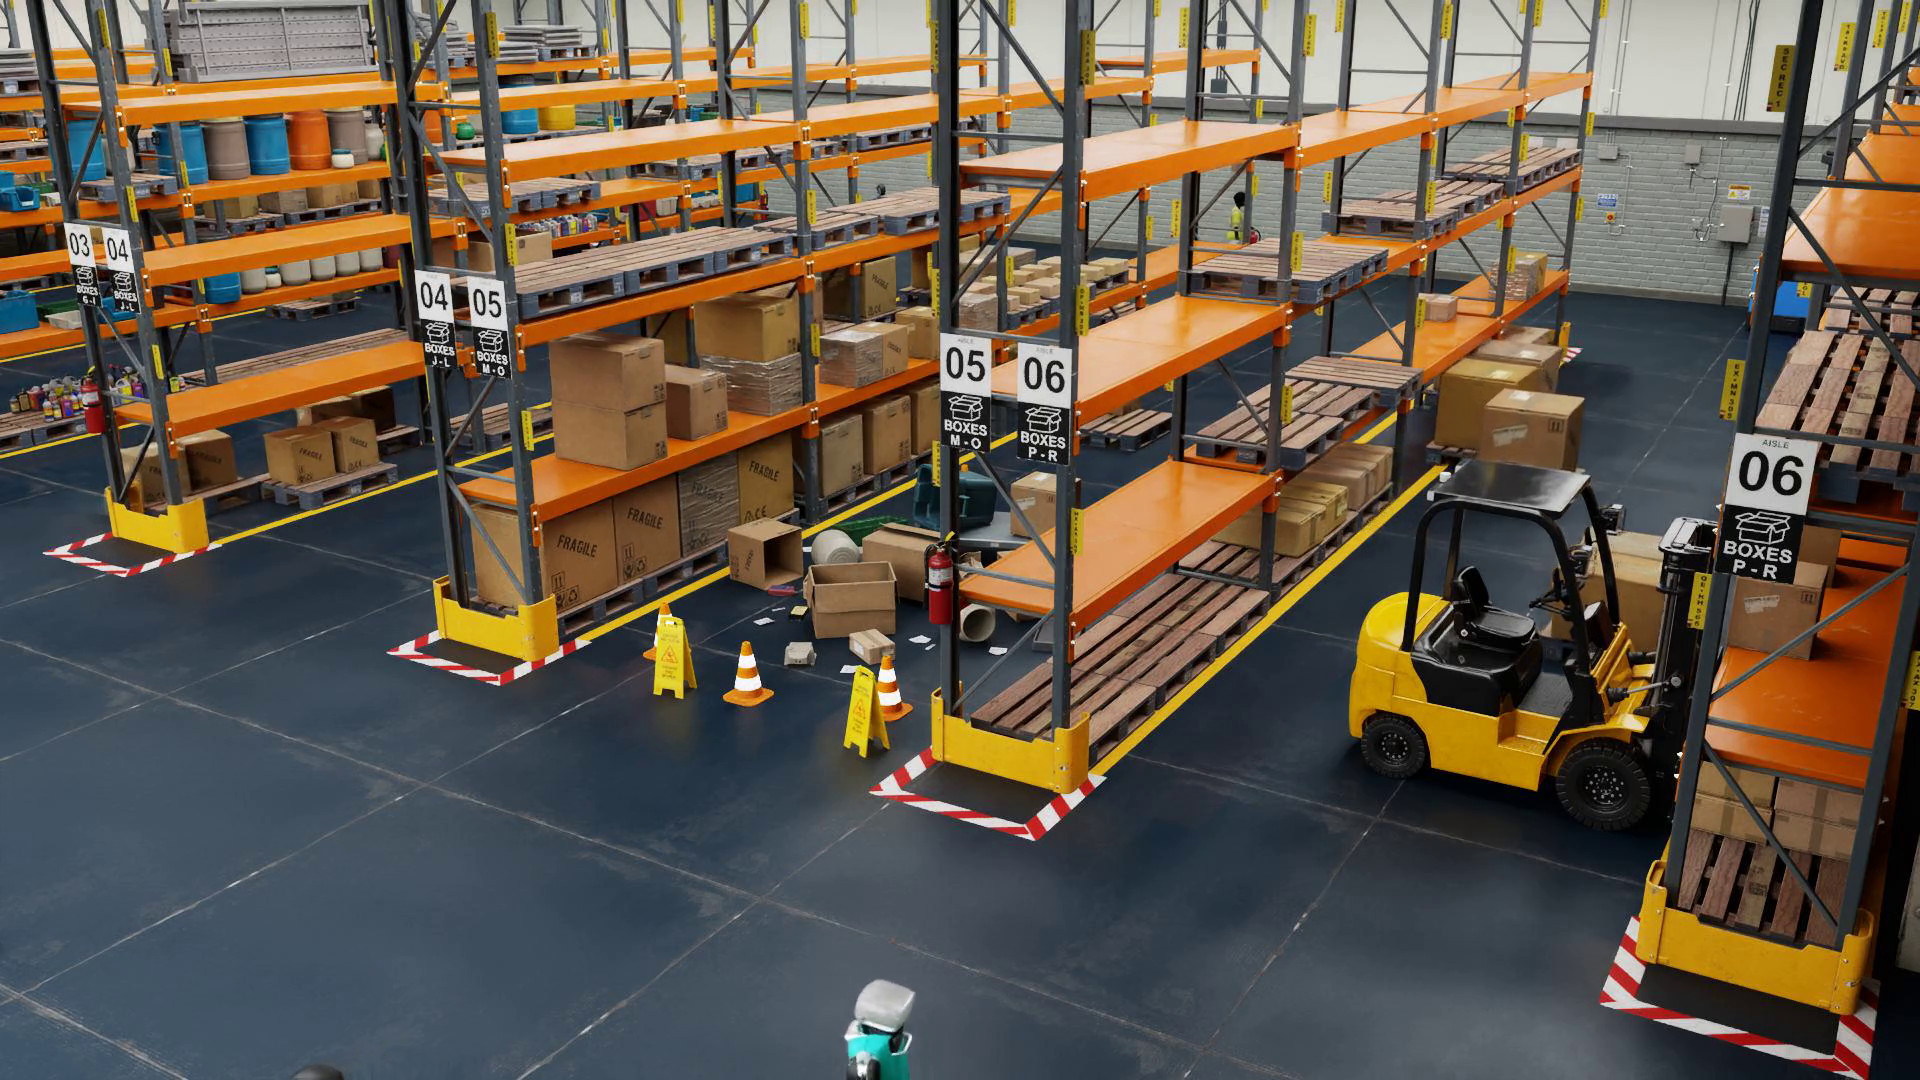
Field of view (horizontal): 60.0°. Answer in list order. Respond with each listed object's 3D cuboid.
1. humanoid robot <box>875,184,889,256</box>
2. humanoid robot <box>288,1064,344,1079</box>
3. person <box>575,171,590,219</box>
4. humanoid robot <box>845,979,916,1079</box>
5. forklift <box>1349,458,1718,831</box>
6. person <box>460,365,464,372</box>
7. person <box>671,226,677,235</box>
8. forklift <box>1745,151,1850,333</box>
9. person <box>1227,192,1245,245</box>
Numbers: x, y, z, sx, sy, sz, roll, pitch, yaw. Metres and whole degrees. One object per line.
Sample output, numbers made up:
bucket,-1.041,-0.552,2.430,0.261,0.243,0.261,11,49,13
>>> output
humanoid robot,-1.508,-5.971,31.738,0.585,1.646,0.466,-14,24,-35
humanoid robot,-2.437,2.776,6.465,0.625,1.636,0.609,-7,20,-20
person,-8.196,-7.450,35.835,0.682,1.774,0.548,9,21,25
humanoid robot,-0.063,2.635,6.776,0.934,1.765,0.546,4,19,11
forklift,3.988,0.658,11.776,2.313,2.155,1.214,11,22,29
person,-6.861,-3.186,23.560,0.524,1.740,0.771,14,23,34
person,-5.923,-7.254,35.438,0.816,1.656,0.519,10,21,26
forklift,13.620,-4.667,26.137,1.873,2.768,1.129,11,22,29
person,5.039,-5.518,30.396,0.320,1.686,0.541,4,19,11
